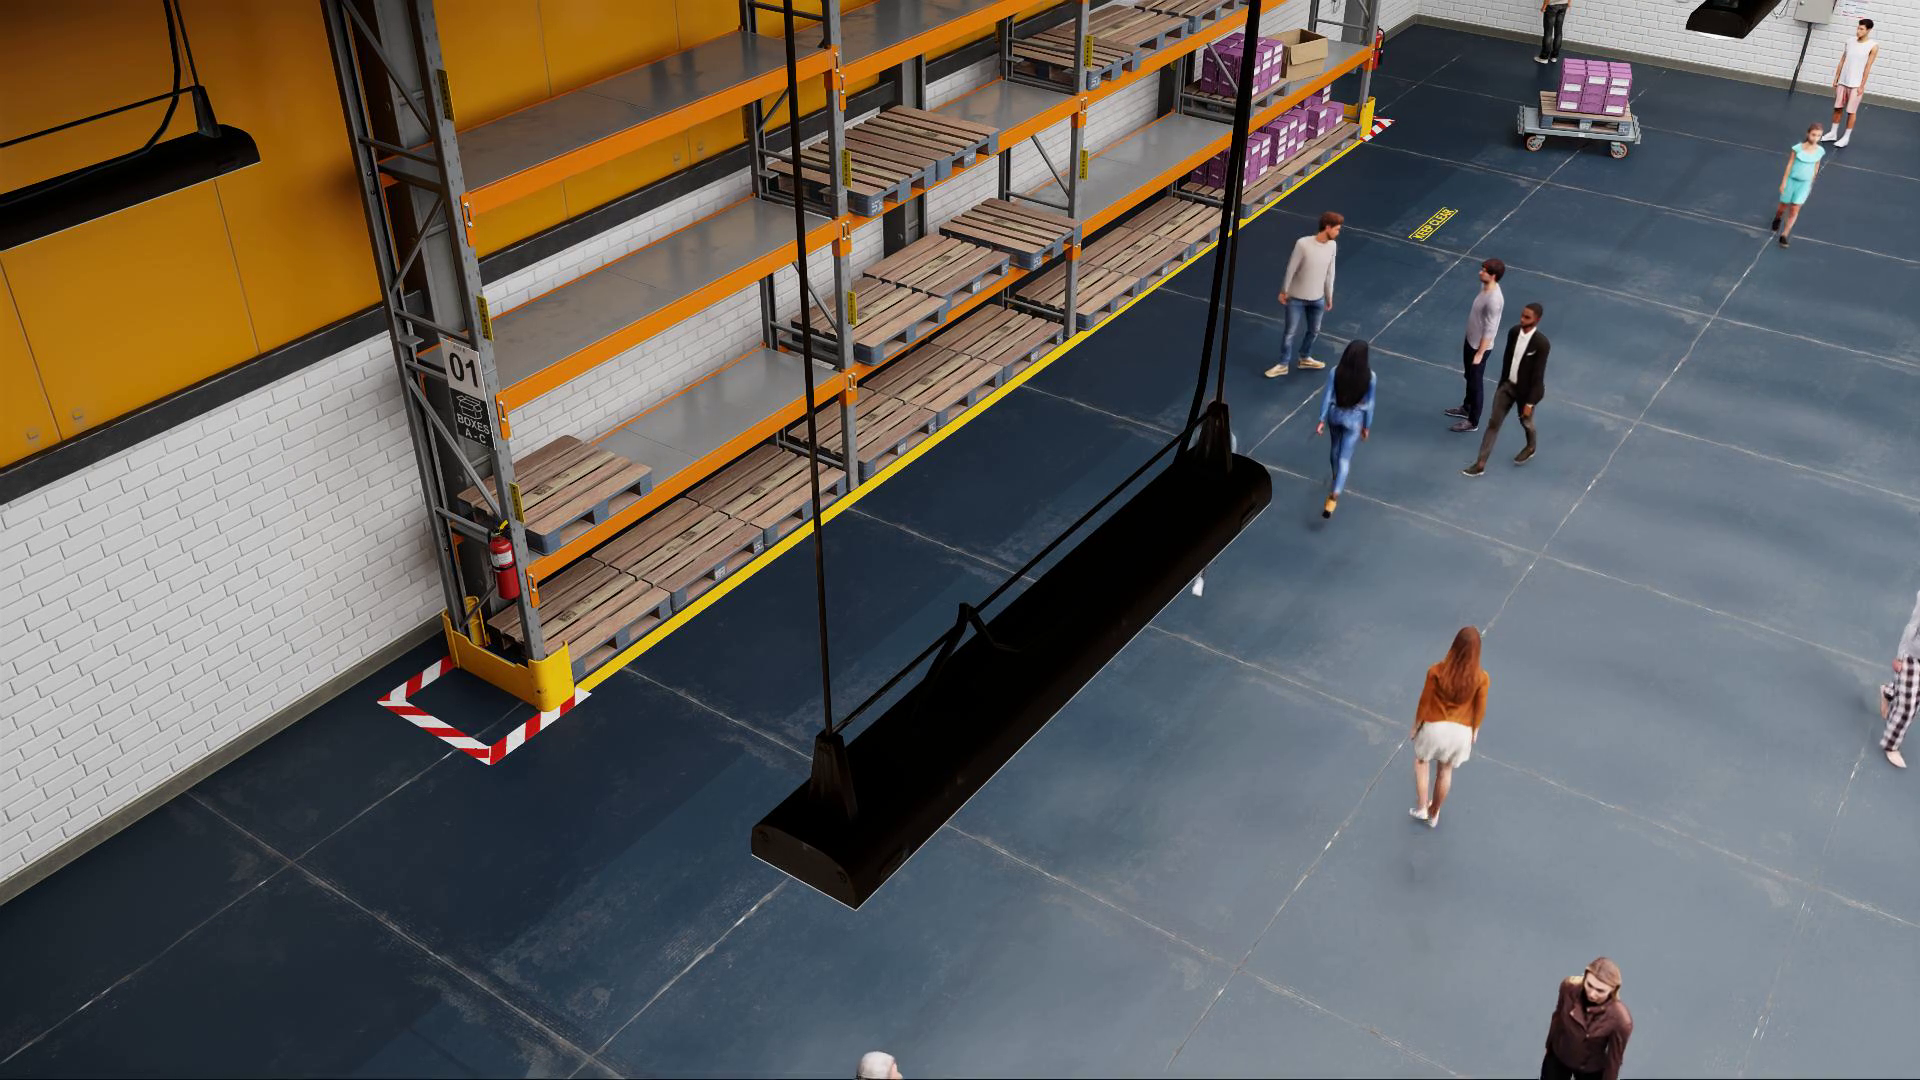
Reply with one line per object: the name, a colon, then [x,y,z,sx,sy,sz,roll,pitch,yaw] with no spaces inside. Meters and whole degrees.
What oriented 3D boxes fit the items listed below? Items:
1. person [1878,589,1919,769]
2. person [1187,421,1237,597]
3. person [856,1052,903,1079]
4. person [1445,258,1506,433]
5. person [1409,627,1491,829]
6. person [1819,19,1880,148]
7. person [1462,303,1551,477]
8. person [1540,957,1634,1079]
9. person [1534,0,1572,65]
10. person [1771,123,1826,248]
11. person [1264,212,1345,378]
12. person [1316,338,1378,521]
person: [7.210,0.811,12.489,0.912,1.831,1.026,1,34,1]
person: [2.135,-0.448,14.504,0.795,1.699,1.170,10,35,15]
person: [-0.407,3.312,8.803,0.756,1.747,0.691,-4,34,-7]
person: [5.210,-1.965,16.666,0.797,1.831,0.661,3,34,5]
person: [3.429,1.393,11.730,0.748,1.703,0.775,5,34,8]
person: [12.620,-6.471,23.491,0.718,1.780,0.723,-17,37,-24]
person: [5.424,-1.435,15.941,1.275,1.752,0.964,-20,39,-28]
person: [3.543,2.937,9.432,1.125,1.676,0.772,-27,42,-34]
person: [9.561,-8.558,26.602,0.696,1.812,0.788,-10,35,-15]
person: [10.394,-4.450,20.659,0.681,1.550,0.844,10,35,15]
person: [3.580,-2.587,17.570,0.864,1.865,0.955,0,34,0]
person: [3.535,-1.004,15.370,0.803,1.665,1.258,14,36,20]
